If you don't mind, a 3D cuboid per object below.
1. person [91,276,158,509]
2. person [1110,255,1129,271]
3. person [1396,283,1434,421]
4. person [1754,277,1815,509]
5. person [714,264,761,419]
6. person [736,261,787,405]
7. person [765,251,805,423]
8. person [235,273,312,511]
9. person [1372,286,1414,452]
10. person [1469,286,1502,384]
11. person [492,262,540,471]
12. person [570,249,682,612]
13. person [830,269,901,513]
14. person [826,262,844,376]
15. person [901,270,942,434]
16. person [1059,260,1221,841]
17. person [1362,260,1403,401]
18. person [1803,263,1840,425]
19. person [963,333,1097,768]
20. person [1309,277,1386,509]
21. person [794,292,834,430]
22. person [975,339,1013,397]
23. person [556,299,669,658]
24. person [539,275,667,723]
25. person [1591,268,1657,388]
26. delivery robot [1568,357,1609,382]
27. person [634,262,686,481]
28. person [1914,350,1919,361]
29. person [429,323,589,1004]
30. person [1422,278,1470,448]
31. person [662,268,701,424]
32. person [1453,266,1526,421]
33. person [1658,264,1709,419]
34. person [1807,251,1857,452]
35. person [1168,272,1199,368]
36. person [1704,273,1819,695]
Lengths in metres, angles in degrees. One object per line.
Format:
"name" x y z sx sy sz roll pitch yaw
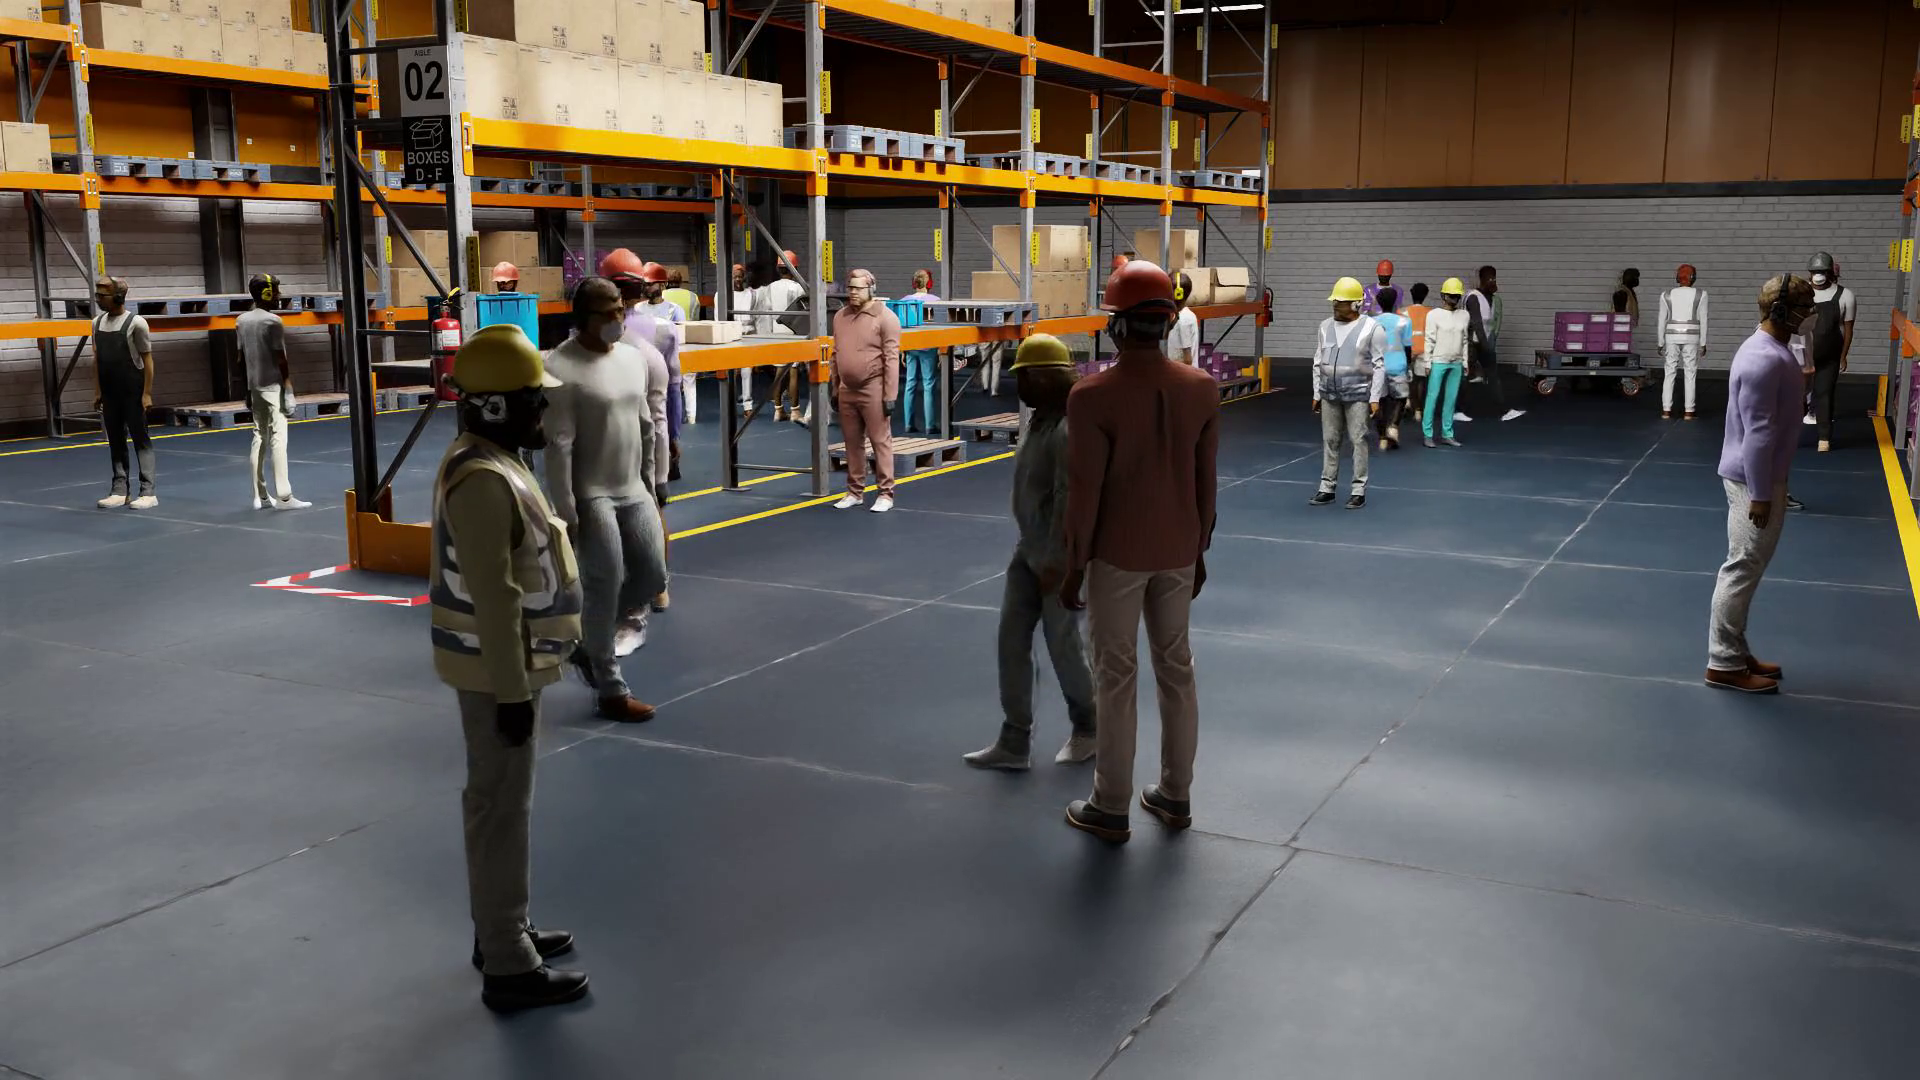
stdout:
"person" -6.628 -1.160 13.160 0.520 1.842 0.330 2 10 13
"person" 2.537 -3.455 26.020 0.392 1.991 0.612 0 10 2
"person" 5.492 -2.263 20.049 0.546 1.664 0.418 1 10 7
"person" 6.468 -1.137 13.050 0.593 1.837 0.404 -6 12 -32
"person" -2.695 -2.401 20.225 0.584 1.882 0.339 -4 10 -20
"person" -2.700 -2.788 22.365 0.984 1.931 0.603 -8 12 -38
"person" -2.037 -2.422 19.880 0.614 2.046 0.366 7 12 36
"person" -5.433 -1.157 13.087 0.519 1.865 0.327 5 11 25
"person" 4.327 -1.723 16.875 0.550 1.679 0.358 5 11 26
"person" 8.180 -3.247 25.848 0.271 1.632 0.508 -6 11 -29
"person" -4.161 -1.593 15.391 0.543 1.940 0.361 0 10 2
"person" -1.860 -0.591 9.289 0.615 2.043 0.373 -5 11 -26
"person" -0.769 -1.165 13.045 0.646 1.900 0.395 7 12 35
"person" -2.213 -3.702 27.701 0.580 1.906 0.814 -1 10 -4
"person" -0.439 -2.095 18.614 0.565 1.837 0.388 5 11 28
"person" 0.616 0.043 5.758 0.611 1.995 0.375 -5 11 -28
"person" 5.774 -2.860 22.759 0.542 1.927 0.374 1 10 5
"person" 10.221 -2.321 19.720 0.643 1.902 0.400 -8 12 -37
"person" 0.340 0.058 6.509 0.593 1.708 0.561 -5 11 -25
"person" 3.057 -1.158 13.192 0.599 1.827 0.403 8 13 40
"person" -1.693 -2.060 19.093 0.525 1.581 0.870 6 11 31
"person" 0.486 -2.838 23.490 0.546 1.619 0.462 2 10 12
"person" -1.745 -0.368 8.425 0.658 1.893 0.561 3 10 16
"person" -1.559 -0.172 7.193 0.493 1.928 0.655 6 11 30
"person" 9.922 -3.145 24.822 0.897 1.797 0.654 7 12 35
"delivery robot" 9.419 -2.557 24.703 0.707 0.478 0.477 6 12 33
"person" -2.699 -1.488 14.787 0.543 1.939 0.360 3 10 19
"person" 13.979 -2.927 23.995 0.499 1.634 0.278 7 12 35
"person" -1.229 0.333 4.543 0.404 1.835 0.587 -3 10 -17
"person" 5.075 -1.837 17.309 0.533 1.765 0.330 -3 10 -18
"person" -3.366 -2.277 19.635 0.621 1.845 0.429 -6 11 -29
"person" 6.306 -2.325 19.866 0.963 1.863 0.579 9 14 44
"person" 8.807 -2.410 20.275 0.572 1.886 0.353 6 12 32
"person" 8.733 -1.922 17.001 0.682 2.000 0.537 6 11 31
"person" 1.801 -1.250 13.629 0.310 1.861 0.532 1 10 7
"person" 3.701 -0.258 7.691 0.361 1.932 0.628 6 11 29
